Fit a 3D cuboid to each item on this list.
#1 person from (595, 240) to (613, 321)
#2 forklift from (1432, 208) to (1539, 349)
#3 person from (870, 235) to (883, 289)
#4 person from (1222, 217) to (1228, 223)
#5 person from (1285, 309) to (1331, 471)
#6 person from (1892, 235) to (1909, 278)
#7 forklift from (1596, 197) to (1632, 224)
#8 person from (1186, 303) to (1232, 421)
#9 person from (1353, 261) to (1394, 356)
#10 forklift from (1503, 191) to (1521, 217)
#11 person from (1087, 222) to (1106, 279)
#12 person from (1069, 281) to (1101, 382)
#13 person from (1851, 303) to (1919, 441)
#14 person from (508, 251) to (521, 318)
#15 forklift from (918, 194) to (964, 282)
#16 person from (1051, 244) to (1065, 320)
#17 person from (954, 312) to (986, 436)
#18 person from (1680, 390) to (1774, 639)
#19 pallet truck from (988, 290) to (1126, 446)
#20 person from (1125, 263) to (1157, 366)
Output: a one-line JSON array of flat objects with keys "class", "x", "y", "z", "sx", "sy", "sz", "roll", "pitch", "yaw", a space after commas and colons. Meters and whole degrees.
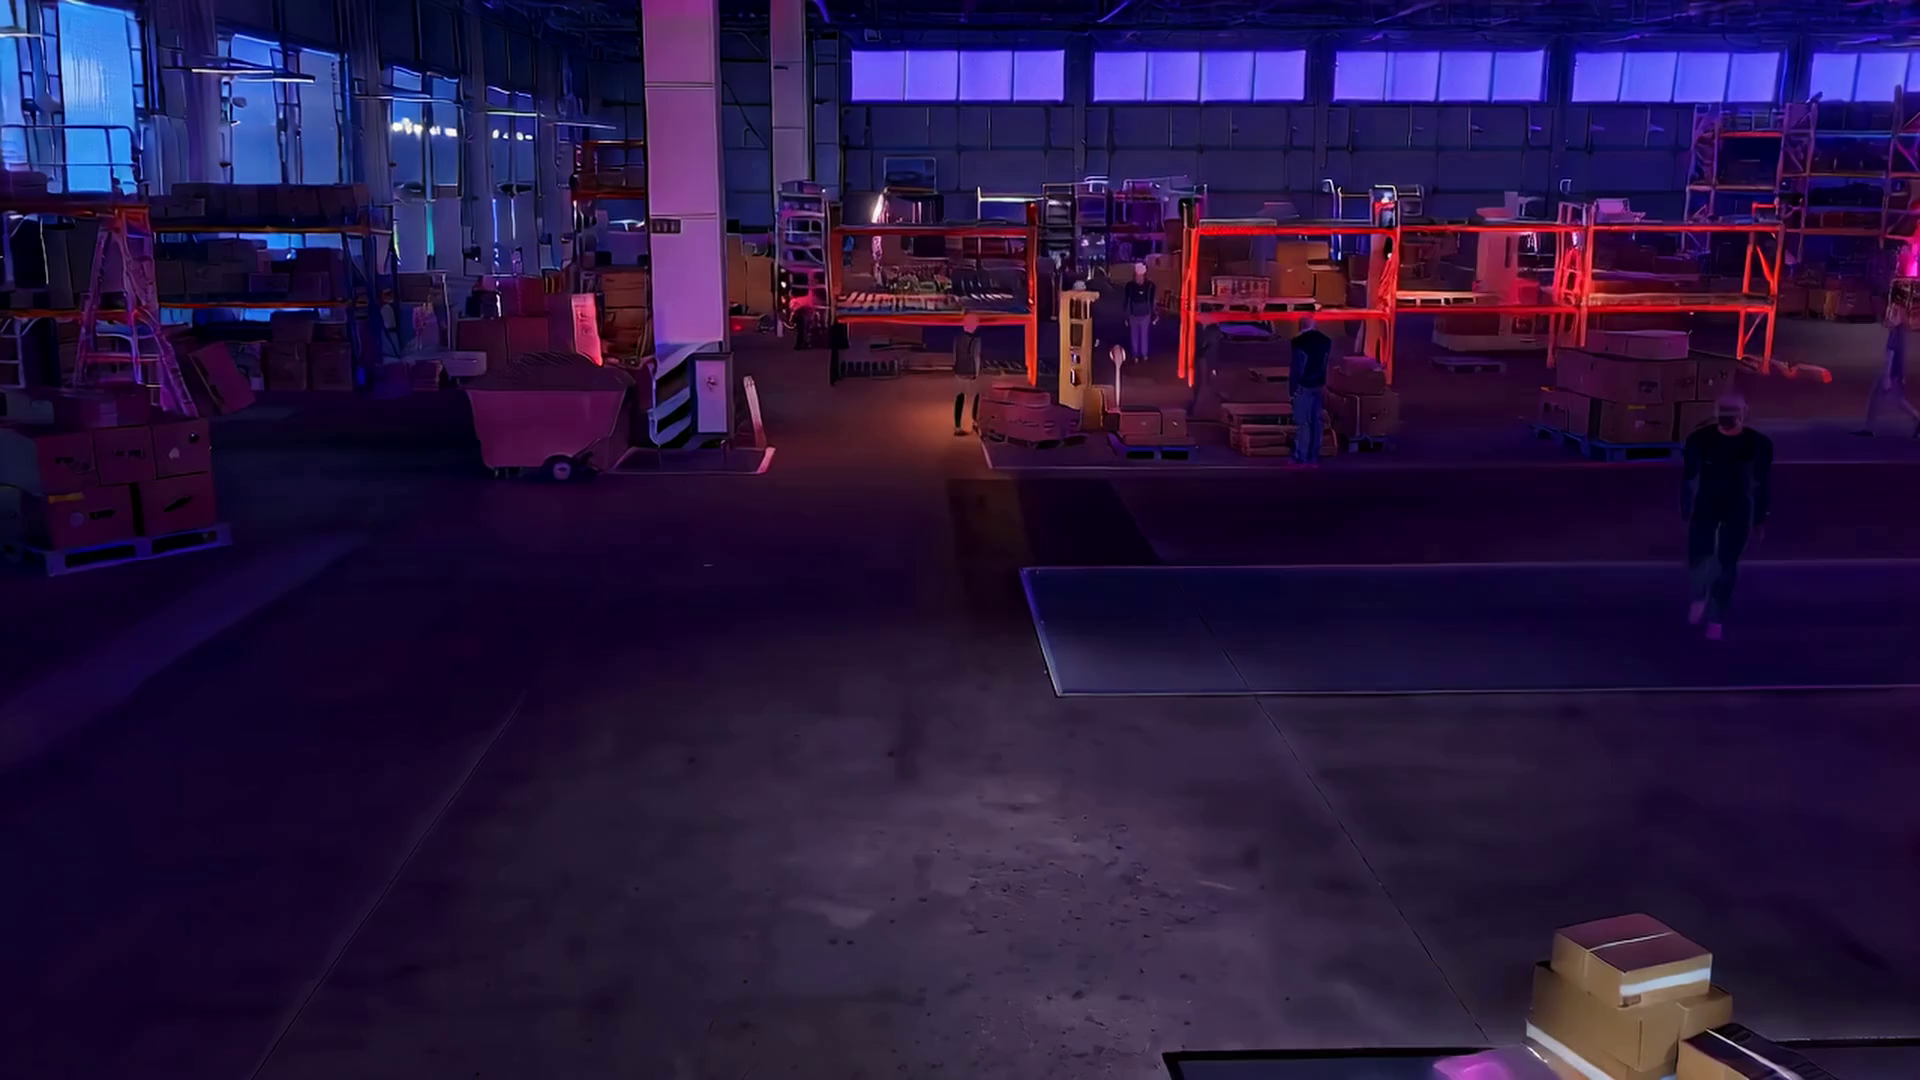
[{"class": "person", "x": -8.554, "y": -6.249, "z": 40.093, "sx": 0.555, "sy": 1.926, "sz": 0.396, "roll": 1, "pitch": 13, "yaw": 3}, {"class": "forklift", "x": 10.695, "y": -5.304, "z": 33.670, "sx": 1.873, "sy": 2.768, "sz": 1.129, "roll": 0, "pitch": 12, "yaw": -2}, {"class": "person", "x": -2.563, "y": -8.670, "z": 51.155, "sx": 0.343, "sy": 1.881, "sz": 0.580, "roll": -5, "pitch": 14, "yaw": -23}, {"class": "person", "x": 9.615, "y": -10.757, "z": 60.484, "sx": 0.627, "sy": 1.912, "sz": 0.695, "roll": -1, "pitch": 13, "yaw": -5}, {"class": "person", "x": 4.172, "y": -1.802, "z": 20.012, "sx": 0.627, "sy": 1.934, "sz": 0.370, "roll": -10, "pitch": 16, "yaw": -38}, {"class": "person", "x": 25.733, "y": -7.426, "z": 45.565, "sx": 0.512, "sy": 1.865, "sz": 0.325, "roll": -9, "pitch": 15, "yaw": -35}, {"class": "forklift", "x": 18.796, "y": -8.498, "z": 48.090, "sx": 1.129, "sy": 2.768, "sz": 1.873, "roll": 0, "pitch": 12, "yaw": -2}, {"class": "person", "x": 3.613, "y": -2.572, "z": 24.002, "sx": 0.833, "sy": 1.708, "sz": 0.484, "roll": -3, "pitch": 13, "yaw": -13}, {"class": "person", "x": 8.062, "y": -4.509, "z": 32.400, "sx": 1.004, "sy": 1.875, "sz": 0.611, "roll": -8, "pitch": 15, "yaw": -32}, {"class": "forklift", "x": 20.798, "y": -11.780, "z": 62.907, "sx": 1.873, "sy": 2.768, "sz": 1.129, "roll": 0, "pitch": 12, "yaw": -2}, {"class": "person", "x": 4.549, "y": -9.707, "z": 55.752, "sx": 0.582, "sy": 1.914, "sz": 0.543, "roll": -5, "pitch": 13, "yaw": -21}, {"class": "person", "x": 2.014, "y": -3.398, "z": 27.575, "sx": 0.640, "sy": 1.792, "sz": 0.972, "roll": 2, "pitch": 13, "yaw": 10}, {"class": "person", "x": 12.533, "y": -2.235, "z": 22.208, "sx": 0.525, "sy": 1.841, "sz": 0.877, "roll": -10, "pitch": 16, "yaw": -38}, {"class": "person", "x": -10.907, "y": -6.241, "z": 40.746, "sx": 0.314, "sy": 1.634, "sz": 0.515, "roll": -7, "pitch": 14, "yaw": -30}, {"class": "forklift", "x": -0.879, "y": -9.847, "z": 54.179, "sx": 1.873, "sy": 2.768, "sz": 1.129, "roll": -9, "pitch": 15, "yaw": -36}, {"class": "person", "x": 2.388, "y": -6.246, "z": 40.311, "sx": 0.341, "sy": 1.839, "sz": 0.501, "roll": 4, "pitch": 13, "yaw": 16}, {"class": "person", "x": 0.136, "y": -2.242, "z": 22.535, "sx": 0.549, "sy": 1.680, "sz": 0.569, "roll": -10, "pitch": 16, "yaw": -37}, {"class": "person", "x": 5.863, "y": -0.195, "z": 12.789, "sx": 0.629, "sy": 1.926, "sz": 0.457, "roll": 6, "pitch": 14, "yaw": 26}, {"class": "pallet truck", "x": 1.257, "y": -2.299, "z": 22.111, "sx": 1.885, "sy": 1.965, "sz": 0.823, "roll": -9, "pitch": 15, "yaw": -35}, {"class": "person", "x": 3.373, "y": -4.221, "z": 31.032, "sx": 0.588, "sy": 1.899, "sz": 0.905, "roll": 2, "pitch": 13, "yaw": 7}]
